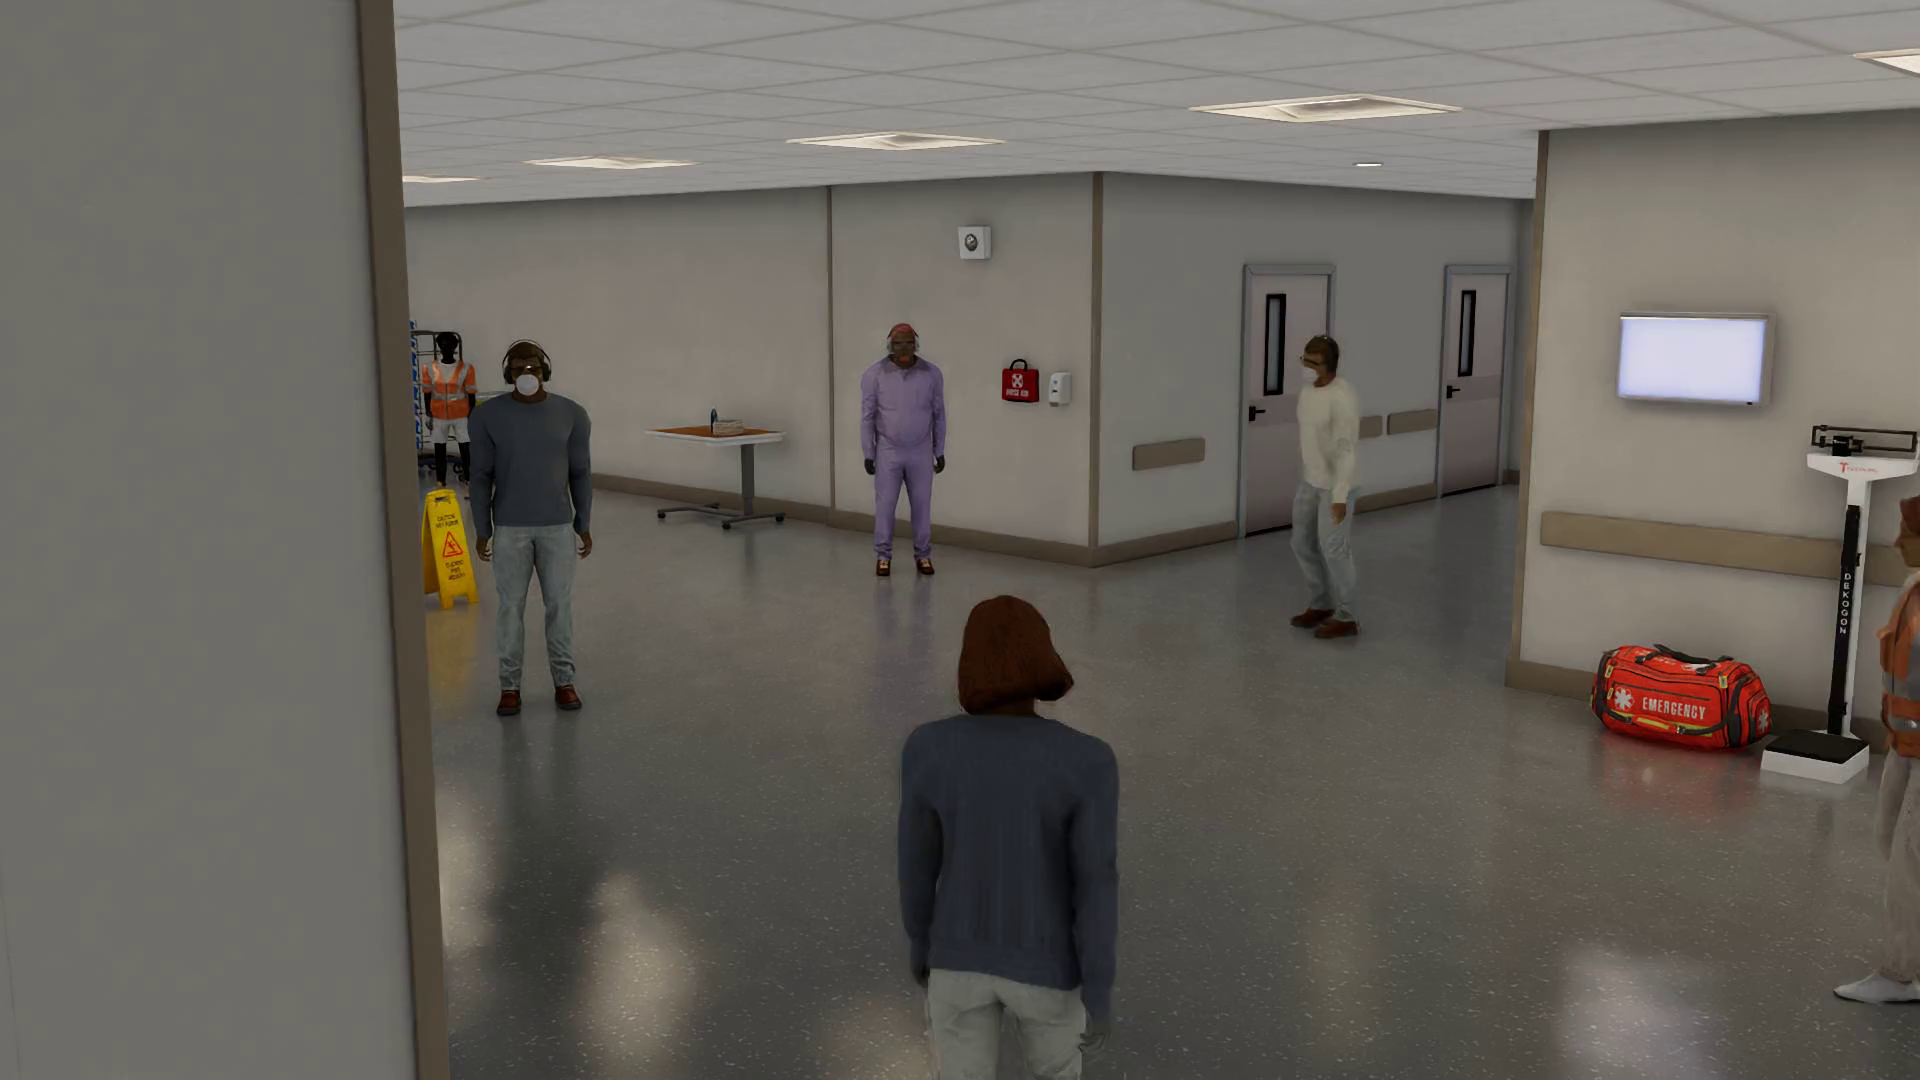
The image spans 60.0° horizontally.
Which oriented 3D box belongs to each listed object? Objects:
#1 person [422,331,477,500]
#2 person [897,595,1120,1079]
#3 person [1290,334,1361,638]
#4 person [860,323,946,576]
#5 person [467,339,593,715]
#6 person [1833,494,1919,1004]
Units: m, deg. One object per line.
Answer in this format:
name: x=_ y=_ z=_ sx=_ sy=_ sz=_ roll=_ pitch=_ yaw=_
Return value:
person: x=-5.068 y=-1.230 z=16.551 sx=0.530 sy=1.692 sz=0.322 roll=-1 pitch=9 yaw=-7
person: x=0.106 y=0.922 z=3.604 sx=0.521 sy=1.594 sz=0.804 roll=3 pitch=10 yaw=15
person: x=2.285 y=-0.319 z=10.296 sx=0.516 sy=1.908 sz=0.649 roll=-3 pitch=10 yaw=-17
person: x=-0.419 y=-0.671 z=12.476 sx=0.650 sy=1.900 sz=0.398 roll=-2 pitch=9 yaw=-12
person: x=-2.212 y=-0.066 z=8.628 sx=0.631 sy=1.939 sz=0.370 roll=-3 pitch=10 yaw=-19
person: x=3.082 y=0.660 z=5.154 sx=0.551 sy=1.621 sz=0.518 roll=1 pitch=9 yaw=8
